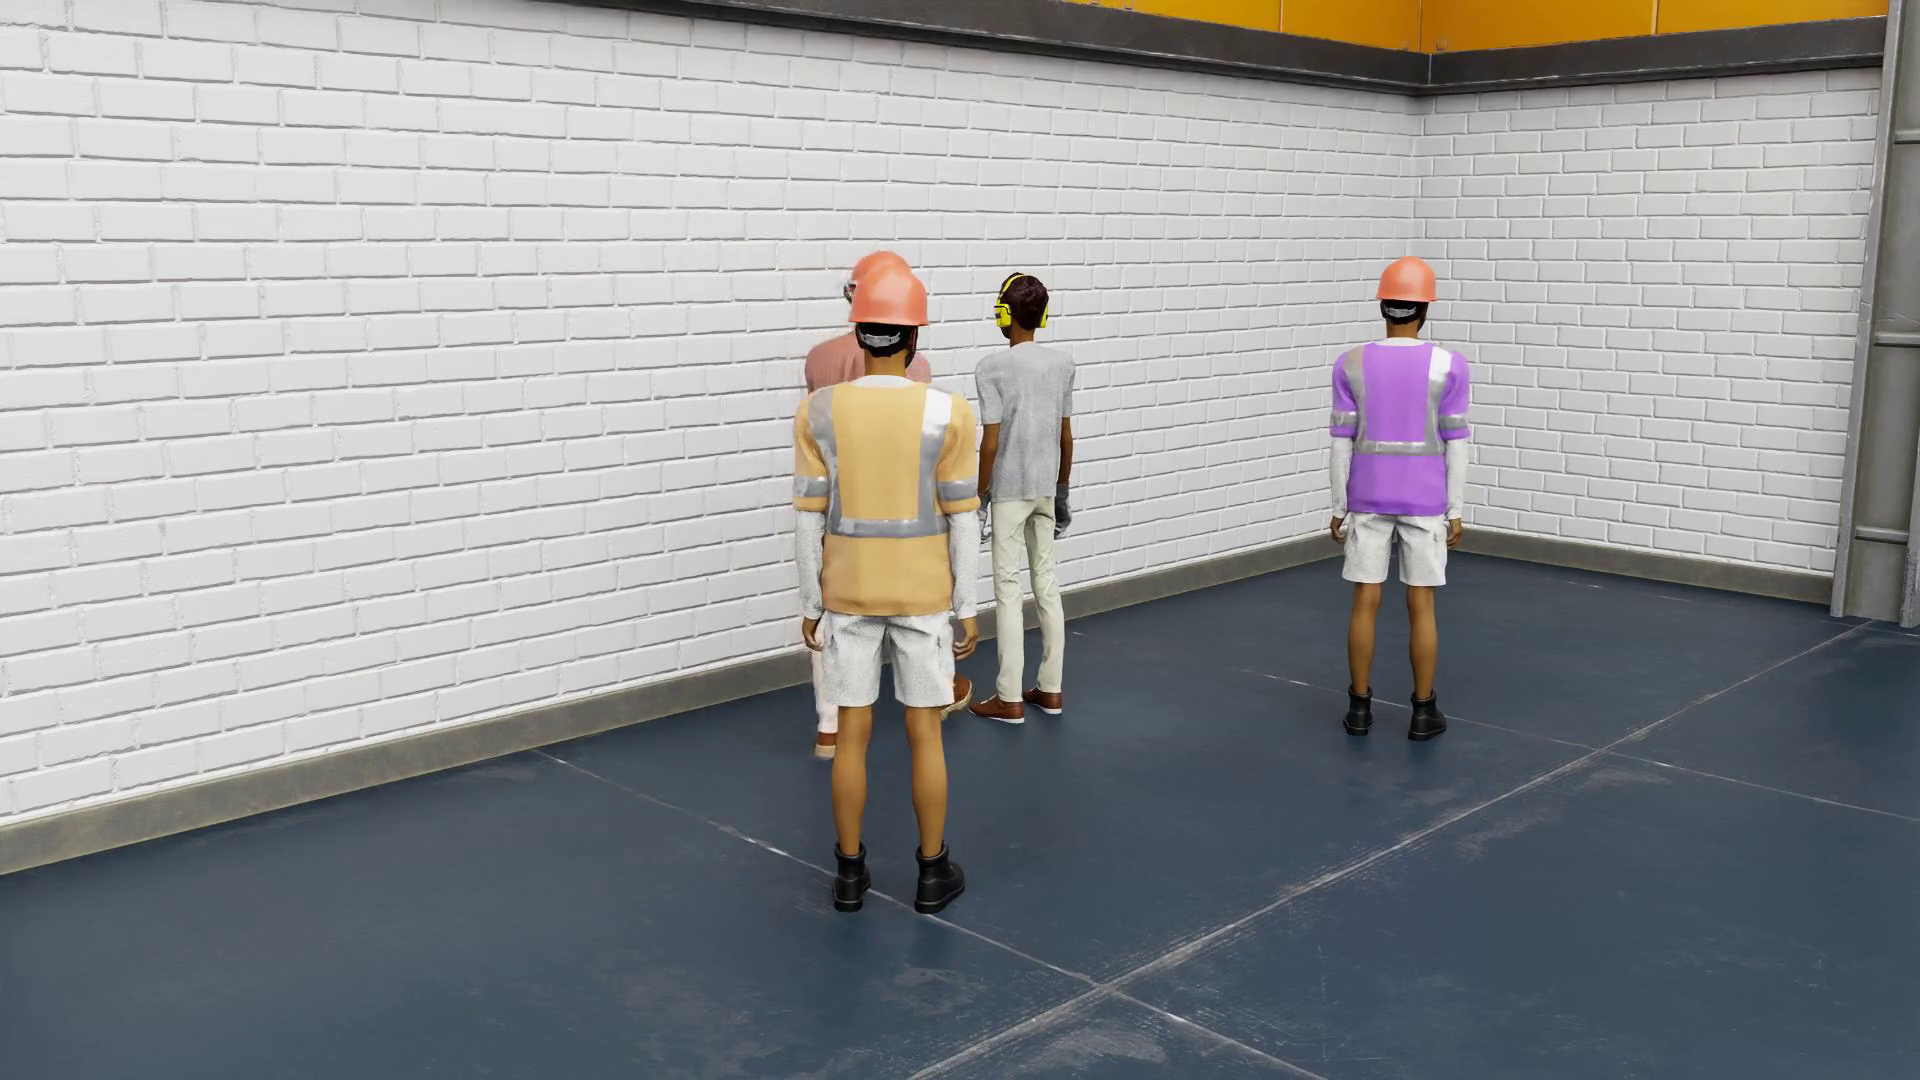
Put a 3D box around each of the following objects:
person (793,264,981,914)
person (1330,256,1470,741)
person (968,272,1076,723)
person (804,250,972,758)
[{"bbox_3d":[-0.211,0.158,4.961,0.551,1.936,0.357,1,10,5],"label":"person"},{"bbox_3d":[1.756,-0.159,6.686,0.542,1.939,0.368,4,11,22],"label":"person"},{"bbox_3d":[0.249,-0.171,6.942,0.528,1.871,0.323,-8,13,-36],"label":"person"},{"bbox_3d":[-0.308,-0.165,6.659,0.632,1.946,0.961,6,12,29],"label":"person"}]
